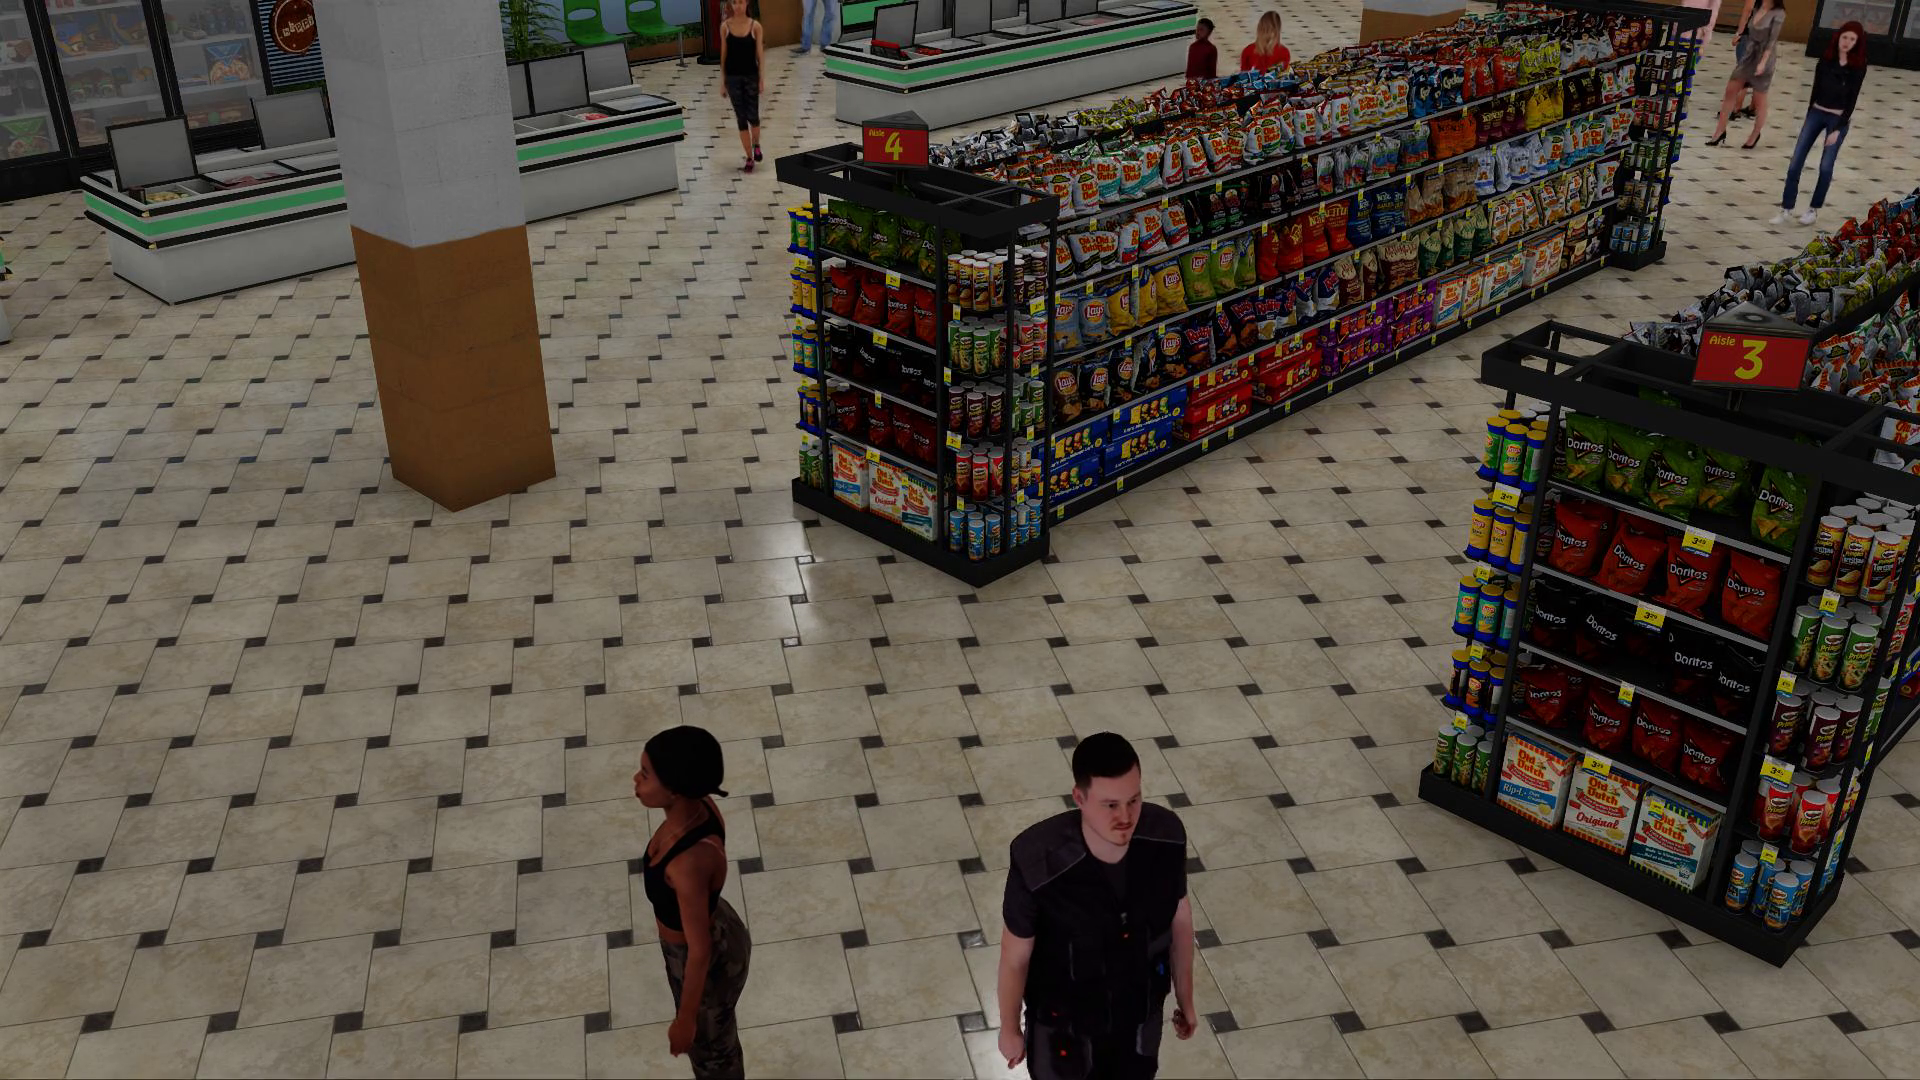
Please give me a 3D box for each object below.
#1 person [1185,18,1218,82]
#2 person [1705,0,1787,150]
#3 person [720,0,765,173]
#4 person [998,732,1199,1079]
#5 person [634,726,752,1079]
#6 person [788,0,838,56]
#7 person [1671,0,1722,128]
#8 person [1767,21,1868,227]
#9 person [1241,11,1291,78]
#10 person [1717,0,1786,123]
[{"bbox_3d":[2.531,-4.769,17.281,0.528,1.238,0.837,22,34,36],"label":"person"},{"bbox_3d":[8.134,-4.805,16.817,0.939,1.722,0.781,-11,29,-21],"label":"person"},{"bbox_3d":[-2.094,-4.466,16.154,0.733,1.716,0.793,1,27,3],"label":"person"},{"bbox_3d":[0.341,1.277,4.697,0.840,1.836,0.922,-12,29,-22],"label":"person"},{"bbox_3d":[-0.755,1.262,4.878,0.706,1.700,0.666,-3,27,-7],"label":"person"},{"bbox_3d":[-1.855,-7.161,21.336,0.752,1.835,1.021,-5,27,-9],"label":"person"},{"bbox_3d":[7.777,-5.287,17.753,0.716,1.735,0.854,-7,28,-14],"label":"person"},{"bbox_3d":[7.509,-3.562,14.318,0.848,1.765,0.592,-21,33,-35],"label":"person"},{"bbox_3d":[2.702,-3.861,15.018,0.946,1.664,1.169,8,28,16],"label":"person"},{"bbox_3d":[8.668,-5.508,18.064,0.667,1.847,0.800,-8,28,-15],"label":"person"}]
